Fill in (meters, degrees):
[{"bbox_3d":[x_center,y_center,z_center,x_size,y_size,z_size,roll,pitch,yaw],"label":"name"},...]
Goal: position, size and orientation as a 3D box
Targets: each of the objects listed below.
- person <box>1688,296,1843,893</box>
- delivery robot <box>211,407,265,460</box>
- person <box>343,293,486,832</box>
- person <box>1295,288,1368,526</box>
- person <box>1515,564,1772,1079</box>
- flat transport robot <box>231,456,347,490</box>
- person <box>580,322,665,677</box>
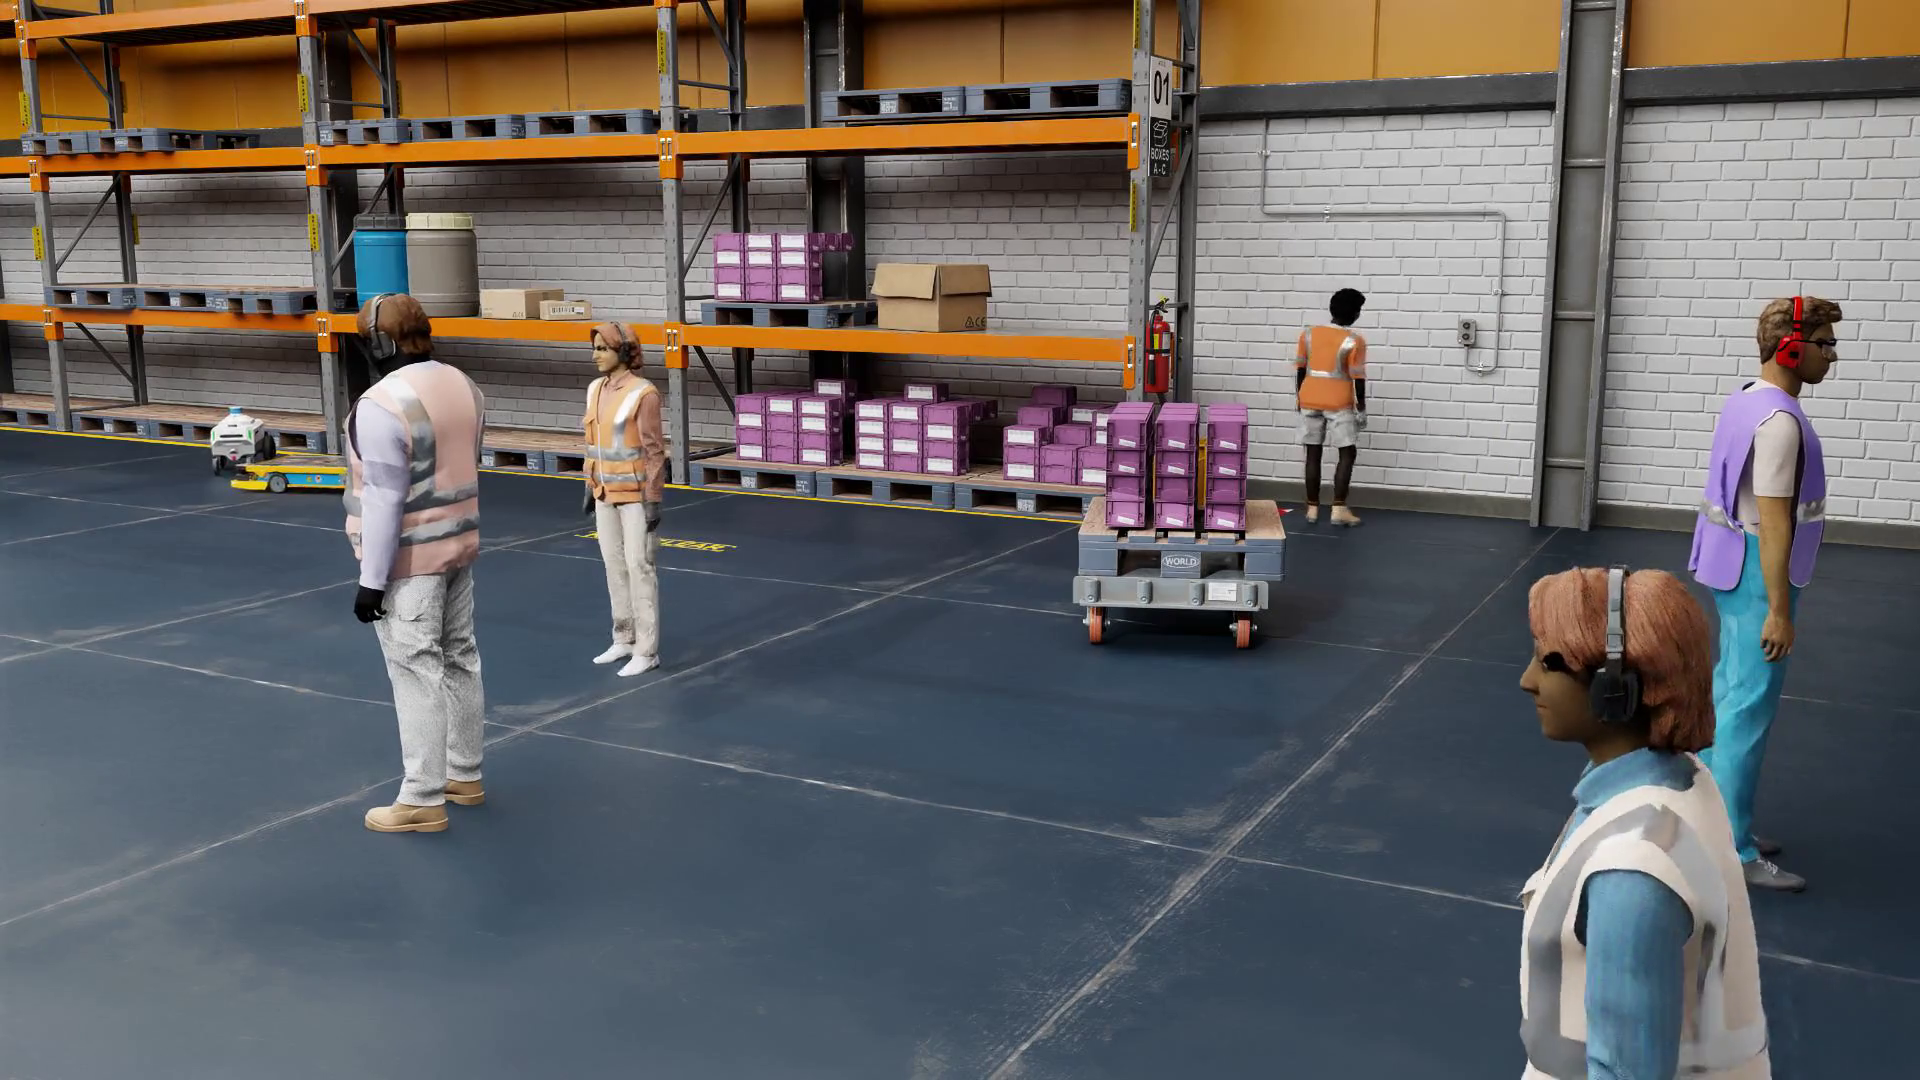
[{"bbox_3d":[2.501,0.159,5.240,0.373,1.841,0.572,3,11,15],"label":"person"},{"bbox_3d":[-6.240,-0.909,14.377,0.477,0.478,0.707,-3,11,-14],"label":"delivery robot"},{"bbox_3d":[-1.872,0.080,5.699,0.429,1.838,0.621,3,11,14],"label":"person"},{"bbox_3d":[2.591,-0.926,11.681,0.591,1.668,0.374,9,14,40],"label":"person"},{"bbox_3d":[0.952,0.838,2.118,0.529,1.622,0.531,5,11,24],"label":"person"},{"bbox_3d":[-5.026,-0.539,13.380,1.431,0.197,0.652,2,10,9],"label":"flat transport robot"},{"bbox_3d":[-1.562,-0.184,7.752,0.529,1.642,0.408,9,14,42],"label":"person"}]
